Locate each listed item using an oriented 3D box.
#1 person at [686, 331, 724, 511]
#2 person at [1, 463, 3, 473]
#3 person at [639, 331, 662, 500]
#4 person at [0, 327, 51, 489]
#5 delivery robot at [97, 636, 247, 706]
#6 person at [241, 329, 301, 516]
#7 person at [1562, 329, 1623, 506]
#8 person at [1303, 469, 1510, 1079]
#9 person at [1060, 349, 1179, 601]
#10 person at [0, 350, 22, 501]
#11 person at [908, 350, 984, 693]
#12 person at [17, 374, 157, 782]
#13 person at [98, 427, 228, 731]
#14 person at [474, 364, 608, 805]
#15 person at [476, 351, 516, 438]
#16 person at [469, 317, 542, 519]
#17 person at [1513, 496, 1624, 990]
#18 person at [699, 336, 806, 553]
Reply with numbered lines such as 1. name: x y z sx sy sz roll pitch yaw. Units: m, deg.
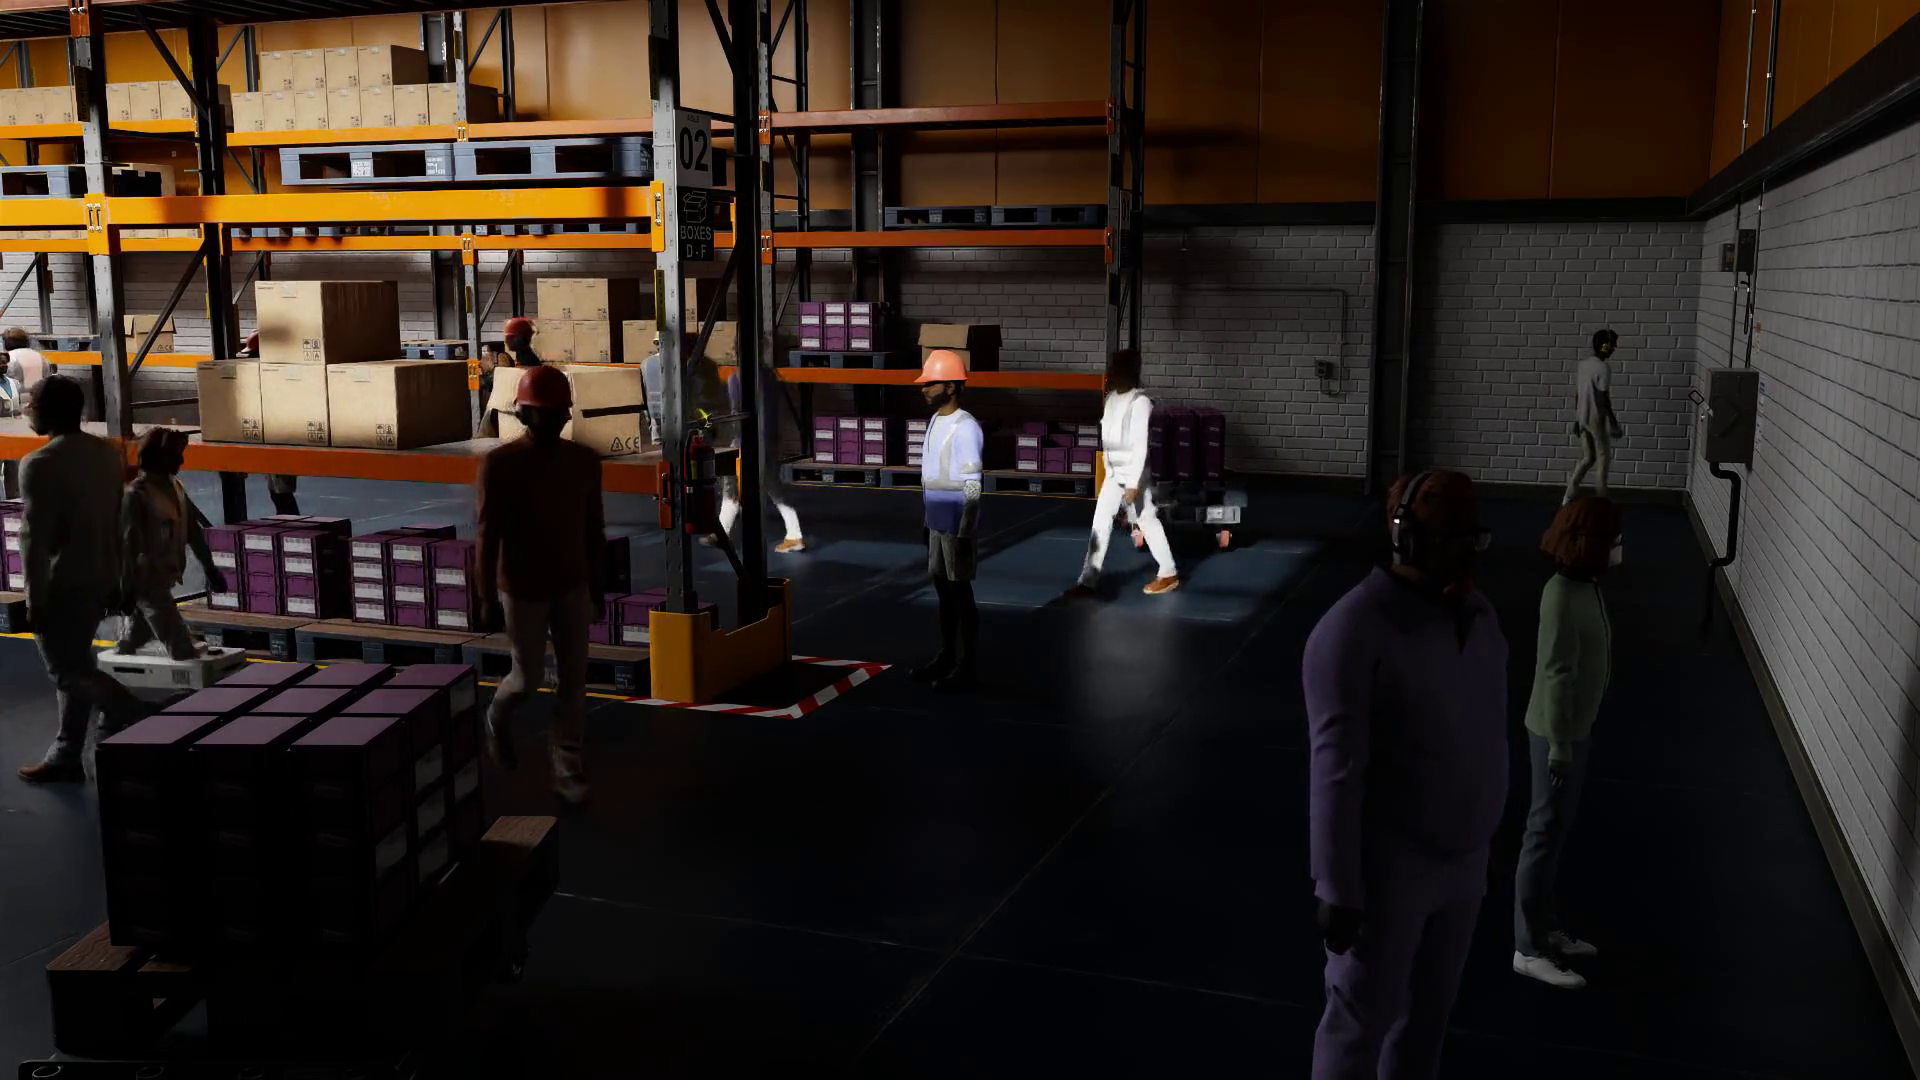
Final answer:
1. person: -2.537 -1.111 16.124 0.502 1.819 0.627 3 10 20
2. person: -11.588 -1.646 19.725 0.493 1.743 0.296 -1 9 -7
3. person: -3.044 -1.318 17.383 0.586 1.835 0.403 5 10 28
4. person: -10.128 -1.373 17.831 0.947 1.790 0.637 2 9 14
5. delivery robot: -4.074 0.671 8.603 0.707 0.478 0.477 2 9 13
6. person: -5.449 -0.703 13.195 0.379 1.938 0.547 -6 11 -34
7. person: 6.328 -1.169 16.479 0.650 1.833 0.588 -2 9 -13
8. person: 1.105 0.775 4.015 0.652 1.906 0.402 -7 12 -39
9. person: 1.227 -0.472 12.107 1.003 1.832 0.587 -5 10 -27
10. person: -9.202 -1.001 15.985 0.308 1.645 0.514 2 9 11
11. person: -0.076 -0.106 9.443 0.368 1.939 0.542 -4 10 -24
12. person: -3.974 0.201 7.584 0.809 1.919 0.633 1 9 5
13. person: -4.035 0.216 8.479 0.882 1.582 0.534 -1 9 -4
14. person: -1.910 0.186 7.522 0.620 1.974 0.662 -8 12 -39
15. person: -3.150 -0.385 11.534 0.429 1.837 0.628 -2 9 -12
16. person: -4.166 -1.103 15.629 0.979 1.950 0.659 -1 9 -7
17. person: 2.047 0.659 5.593 0.274 1.632 0.503 5 10 29
18. person: -1.753 -0.820 14.128 1.044 1.886 0.650 5 10 30
